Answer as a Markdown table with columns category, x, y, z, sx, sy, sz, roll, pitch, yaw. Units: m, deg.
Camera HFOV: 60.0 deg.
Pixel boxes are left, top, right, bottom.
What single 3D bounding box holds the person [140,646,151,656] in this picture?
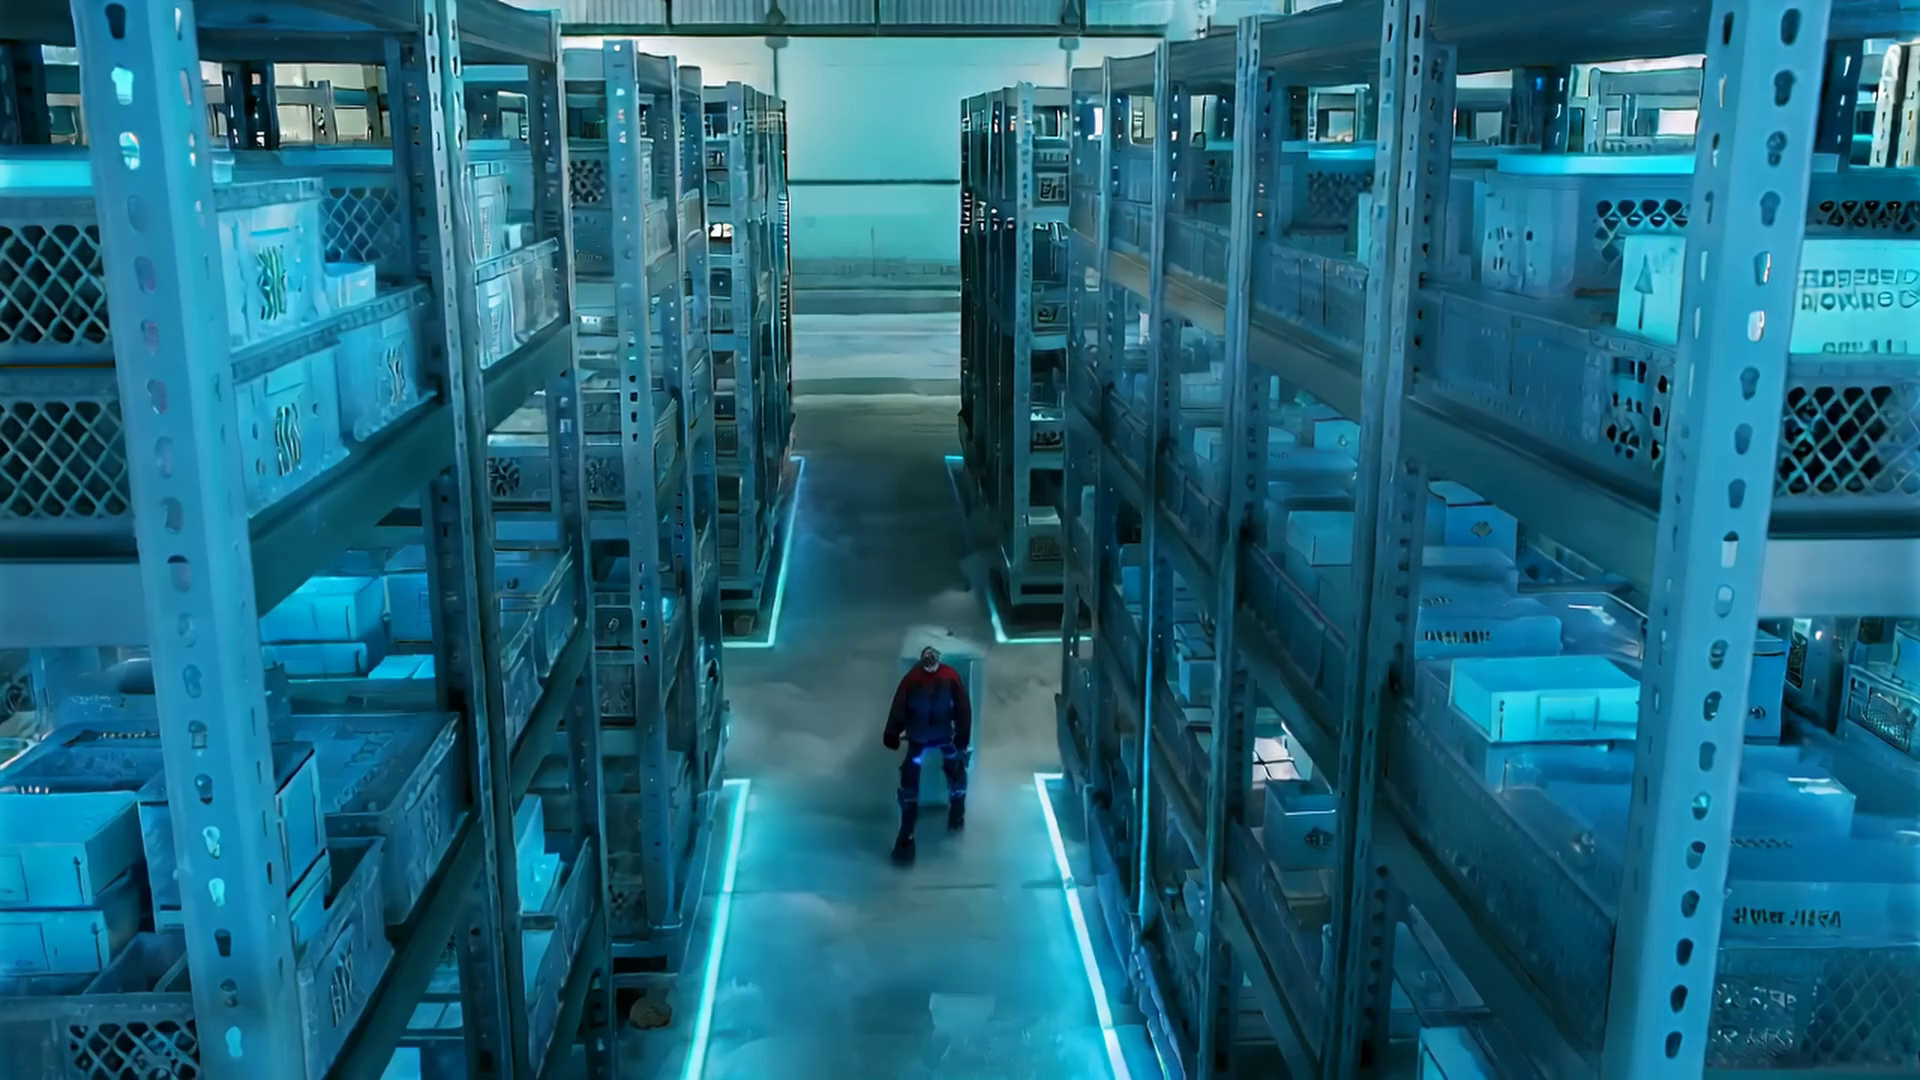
| category | x | y | z | sx | sy | sz | roll | pitch | yaw |
| --- | --- | --- | --- | --- | --- | --- | --- | --- | --- |
| person | -4.459 | 0.204 | 9.165 | 0.430 | 1.820 | 0.618 | -3 | 14 | -10 |
